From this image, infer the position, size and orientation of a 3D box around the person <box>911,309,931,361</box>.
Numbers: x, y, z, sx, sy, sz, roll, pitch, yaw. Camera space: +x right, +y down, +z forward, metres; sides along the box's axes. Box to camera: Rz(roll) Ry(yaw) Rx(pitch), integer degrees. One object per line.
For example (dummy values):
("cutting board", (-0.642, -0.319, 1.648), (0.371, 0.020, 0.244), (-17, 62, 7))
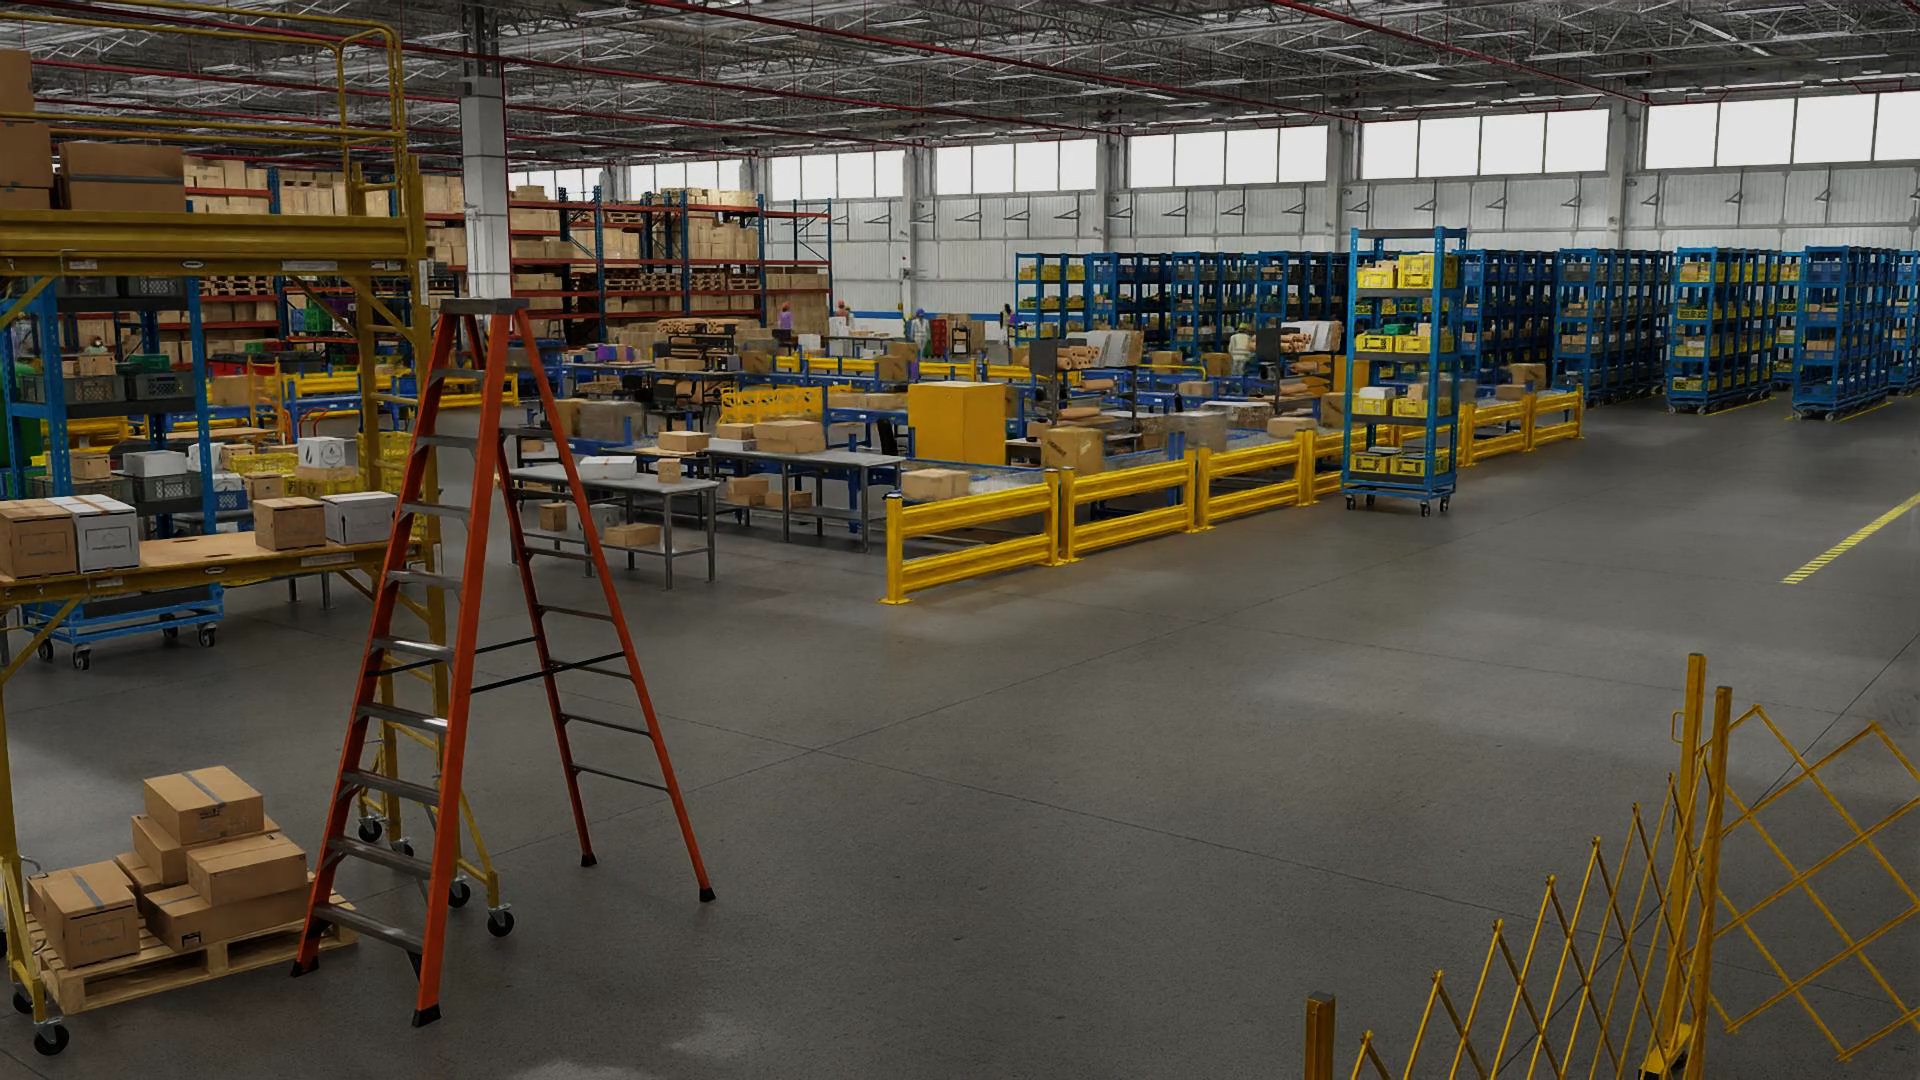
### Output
("person", (-1.279, -6.555, 53.973), (0.615, 1.910, 0.956), (-4, 10, -22))

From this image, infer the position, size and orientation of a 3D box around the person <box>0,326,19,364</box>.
("person", (-24.403, -4.746, 42.704), (0.779, 1.911, 0.660), (3, 10, 20))

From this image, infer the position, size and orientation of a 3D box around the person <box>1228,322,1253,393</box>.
("person", (7.111, -4.619, 42.255), (0.620, 1.801, 0.457), (1, 9, 4))

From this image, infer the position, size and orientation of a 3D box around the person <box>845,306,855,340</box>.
("person", (-4.556, -8.735, 68.146), (0.580, 1.713, 0.849), (2, 9, 12))

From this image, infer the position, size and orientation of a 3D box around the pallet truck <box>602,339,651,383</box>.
("pallet truck", (-8.991, -4.871, 45.351), (0.653, 1.274, 1.630), (7, 11, 37))

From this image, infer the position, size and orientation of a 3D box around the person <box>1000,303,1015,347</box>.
("person", (1.992, -8.786, 68.152), (0.699, 1.828, 0.461), (-3, 10, -17))

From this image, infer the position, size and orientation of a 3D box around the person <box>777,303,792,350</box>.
("person", (-6.784, -8.112, 63.662), (0.568, 1.908, 0.826), (7, 11, 37))

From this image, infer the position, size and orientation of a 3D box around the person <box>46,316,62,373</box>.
("person", (-26.920, -5.786, 49.260), (0.507, 1.878, 0.671), (-8, 12, -42))

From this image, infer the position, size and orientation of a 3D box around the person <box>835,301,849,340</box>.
("person", (-4.523, -8.141, 63.598), (0.611, 1.995, 0.381), (-6, 11, -33))

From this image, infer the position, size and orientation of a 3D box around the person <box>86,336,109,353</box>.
("person", (-19.954, -3.939, 38.611), (0.847, 1.591, 0.520), (8, 12, 39))

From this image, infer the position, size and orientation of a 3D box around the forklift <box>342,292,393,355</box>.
("forklift", (-16.485, -5.622, 45.120), (1.129, 2.768, 1.873), (7, 11, 37))

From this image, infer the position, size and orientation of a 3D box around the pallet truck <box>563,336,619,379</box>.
("pallet truck", (-10.690, -5.294, 48.215), (1.601, 1.201, 0.680), (-5, 10, -26))

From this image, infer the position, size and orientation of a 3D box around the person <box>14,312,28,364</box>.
("person", (-30.979, -6.649, 54.823), (0.623, 1.816, 0.459), (8, 12, 42))
